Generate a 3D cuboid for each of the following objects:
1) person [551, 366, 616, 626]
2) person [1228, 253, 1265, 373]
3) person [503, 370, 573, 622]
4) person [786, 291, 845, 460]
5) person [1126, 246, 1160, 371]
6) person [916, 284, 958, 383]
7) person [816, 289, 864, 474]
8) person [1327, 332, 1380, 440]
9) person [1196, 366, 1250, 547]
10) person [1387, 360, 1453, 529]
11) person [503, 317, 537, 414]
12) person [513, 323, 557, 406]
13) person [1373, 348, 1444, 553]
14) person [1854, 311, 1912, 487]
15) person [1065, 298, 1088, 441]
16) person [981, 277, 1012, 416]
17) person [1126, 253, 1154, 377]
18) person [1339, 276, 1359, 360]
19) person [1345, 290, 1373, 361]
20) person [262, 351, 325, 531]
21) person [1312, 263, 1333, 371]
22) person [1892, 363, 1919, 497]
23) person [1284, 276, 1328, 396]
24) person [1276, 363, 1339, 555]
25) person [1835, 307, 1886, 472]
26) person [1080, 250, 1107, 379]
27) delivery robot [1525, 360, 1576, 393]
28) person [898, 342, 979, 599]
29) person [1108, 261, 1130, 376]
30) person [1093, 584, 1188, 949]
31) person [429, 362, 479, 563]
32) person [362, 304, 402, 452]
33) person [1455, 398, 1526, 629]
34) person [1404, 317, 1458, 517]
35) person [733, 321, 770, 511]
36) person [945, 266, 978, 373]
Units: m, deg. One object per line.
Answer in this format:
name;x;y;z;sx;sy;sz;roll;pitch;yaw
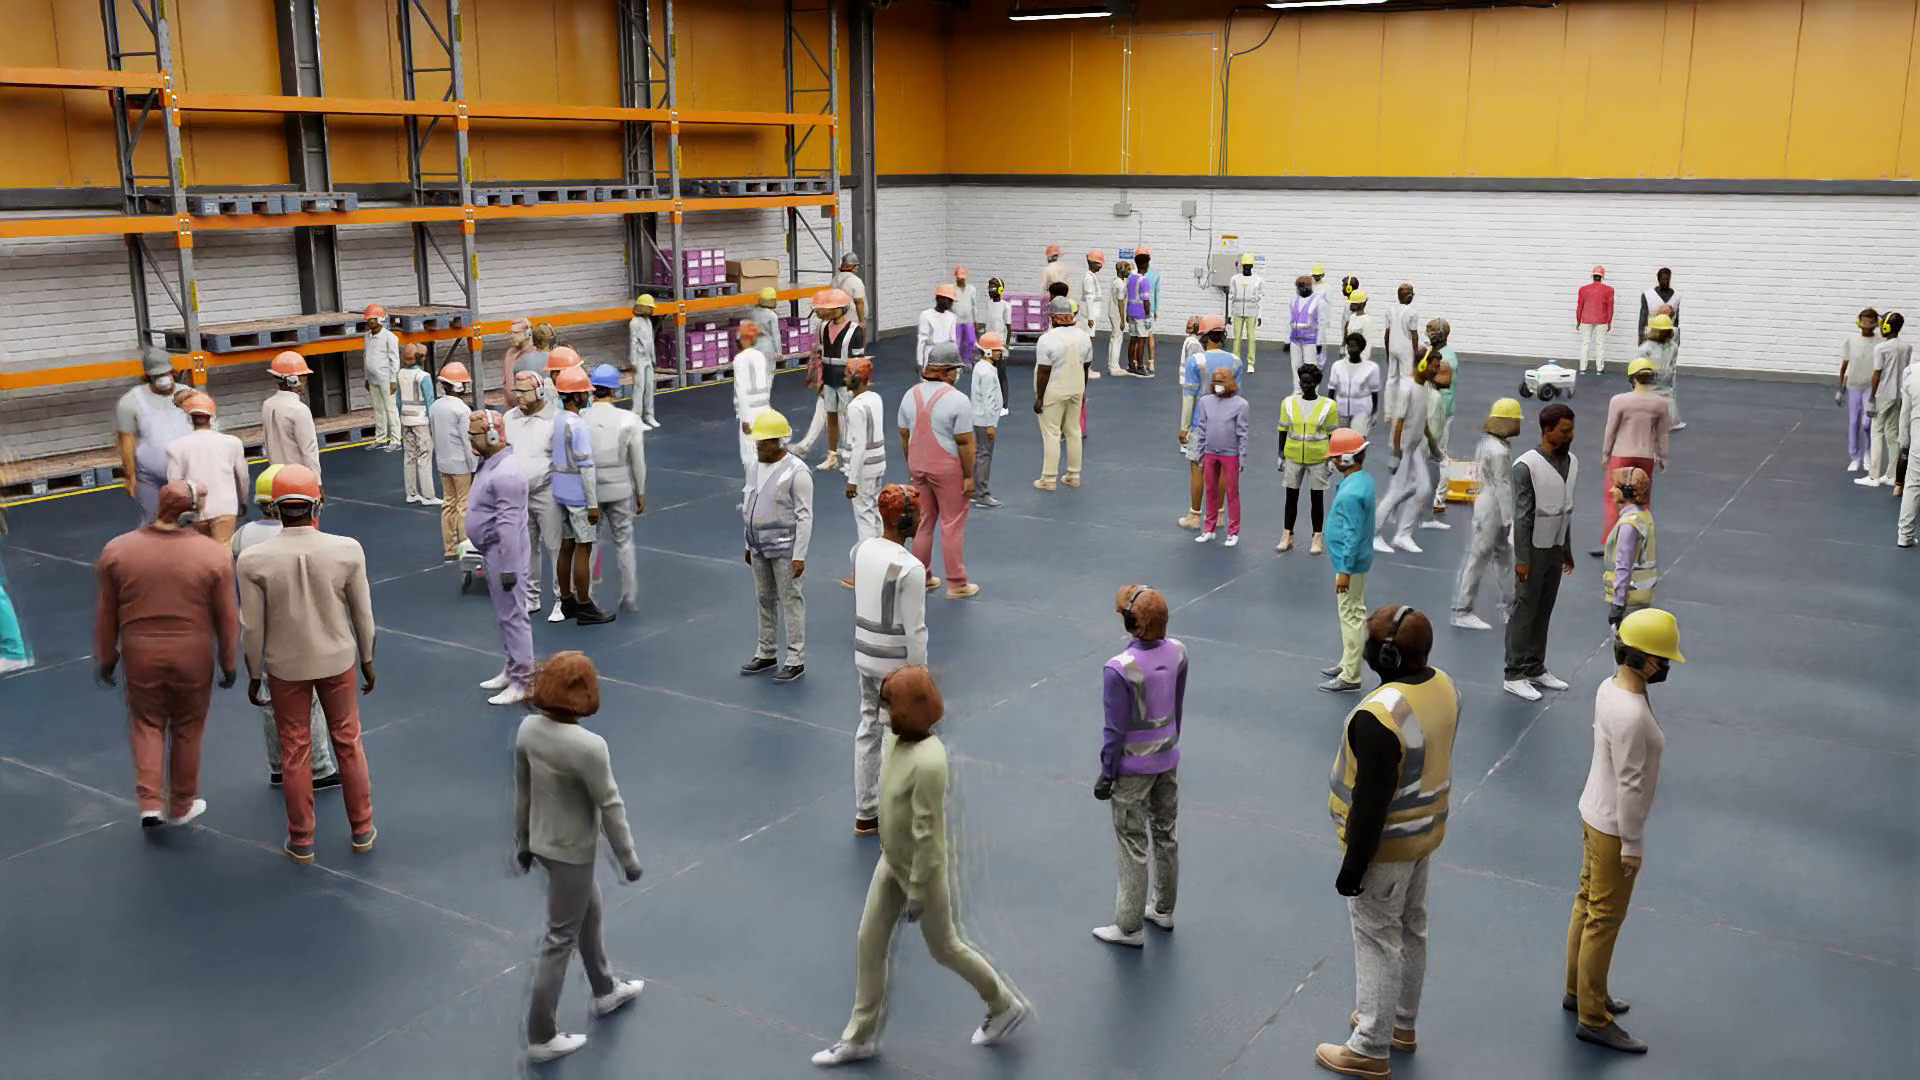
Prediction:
person;-2.863;-0.330;12.462;0.362;1.939;0.542;-11;17;-40
person;4.639;-3.686;27.036;0.588;1.930;0.357;5;14;21
person;-3.188;-0.326;12.516;0.646;1.907;0.401;5;14;21
person;-1.628;-1.907;19.304;1.019;1.932;0.640;-7;15;-26
person;2.954;-3.753;27.112;0.614;2.034;0.408;-6;14;-23
person;-0.307;-2.237;20.827;0.611;1.909;0.471;-10;16;-37
person;-1.346;-1.748;18.388;0.605;2.042;0.384;8;15;32
person;4.175;-1.383;17.641;0.537;1.660;0.860;8;15;30
person;2.362;-0.755;14.993;0.500;1.628;0.277;9;16;35
person;4.320;-0.886;15.589;0.565;1.611;0.546;2;13;11
person;-4.317;-1.265;16.587;0.651;1.906;0.403;8;15;31
person;-3.881;-1.081;15.723;0.631;1.938;0.372;3;13;15
person;3.958;-0.794;14.740;0.586;1.823;0.545;10;16;37
person;9.856;-1.493;17.693;0.508;1.860;0.345;-5;14;-21
person;1.412;-2.116;20.622;0.404;1.754;0.587;6;14;23
person;0.477;-2.611;22.507;0.328;1.872;0.513;-11;17;-41
person;2.870;-3.578;26.487;0.361;1.964;0.613;-5;14;-22
person;5.364;-2.692;22.893;0.327;1.861;0.499;7;15;28
person;5.194;-2.387;21.774;0.329;1.764;0.524;-3;13;-14
person;-5.153;-0.470;12.945;0.611;1.995;0.381;10;16;37
person;5.840;-3.649;27.257;0.526;1.761;0.344;9;16;34
person;9.825;-1.235;16.942;0.320;1.686;0.539;-7;15;-28
person;4.856;-2.782;23.385;0.433;1.818;0.667;-9;16;-35
person;3.050;-0.712;14.648;0.540;1.695;0.317;6;14;23
person;10.036;-1.662;18.470;0.531;1.842;0.412;10;17;38
person;2.103;-3.563;26.281;0.400;2.029;0.615;1;13;6
delivery robot;8.559;-2.362;24.102;0.707;0.478;0.477;-5;14;-20
person;-0.124;-0.568;13.270;0.684;2.000;0.535;10;17;38
person;2.550;-3.551;26.672;0.341;1.839;0.501;-2;13;-7
person;0.801;0.997;7.358;0.514;1.642;0.310;-12;18;-43
person;-4.283;-0.647;14.248;0.563;1.749;0.336;11;17;39
person;-6.903;-1.928;19.794;0.563;1.752;0.327;8;15;32
person;4.061;-0.175;12.285;0.802;1.712;0.564;3;13;13
person;4.624;-1.197;16.222;0.372;1.940;0.629;0;13;0
person;-2.066;-1.229;16.552;0.430;1.853;0.717;4;14;17
person;0.041;-3.547;26.848;0.600;1.734;0.496;-5;14;-20
